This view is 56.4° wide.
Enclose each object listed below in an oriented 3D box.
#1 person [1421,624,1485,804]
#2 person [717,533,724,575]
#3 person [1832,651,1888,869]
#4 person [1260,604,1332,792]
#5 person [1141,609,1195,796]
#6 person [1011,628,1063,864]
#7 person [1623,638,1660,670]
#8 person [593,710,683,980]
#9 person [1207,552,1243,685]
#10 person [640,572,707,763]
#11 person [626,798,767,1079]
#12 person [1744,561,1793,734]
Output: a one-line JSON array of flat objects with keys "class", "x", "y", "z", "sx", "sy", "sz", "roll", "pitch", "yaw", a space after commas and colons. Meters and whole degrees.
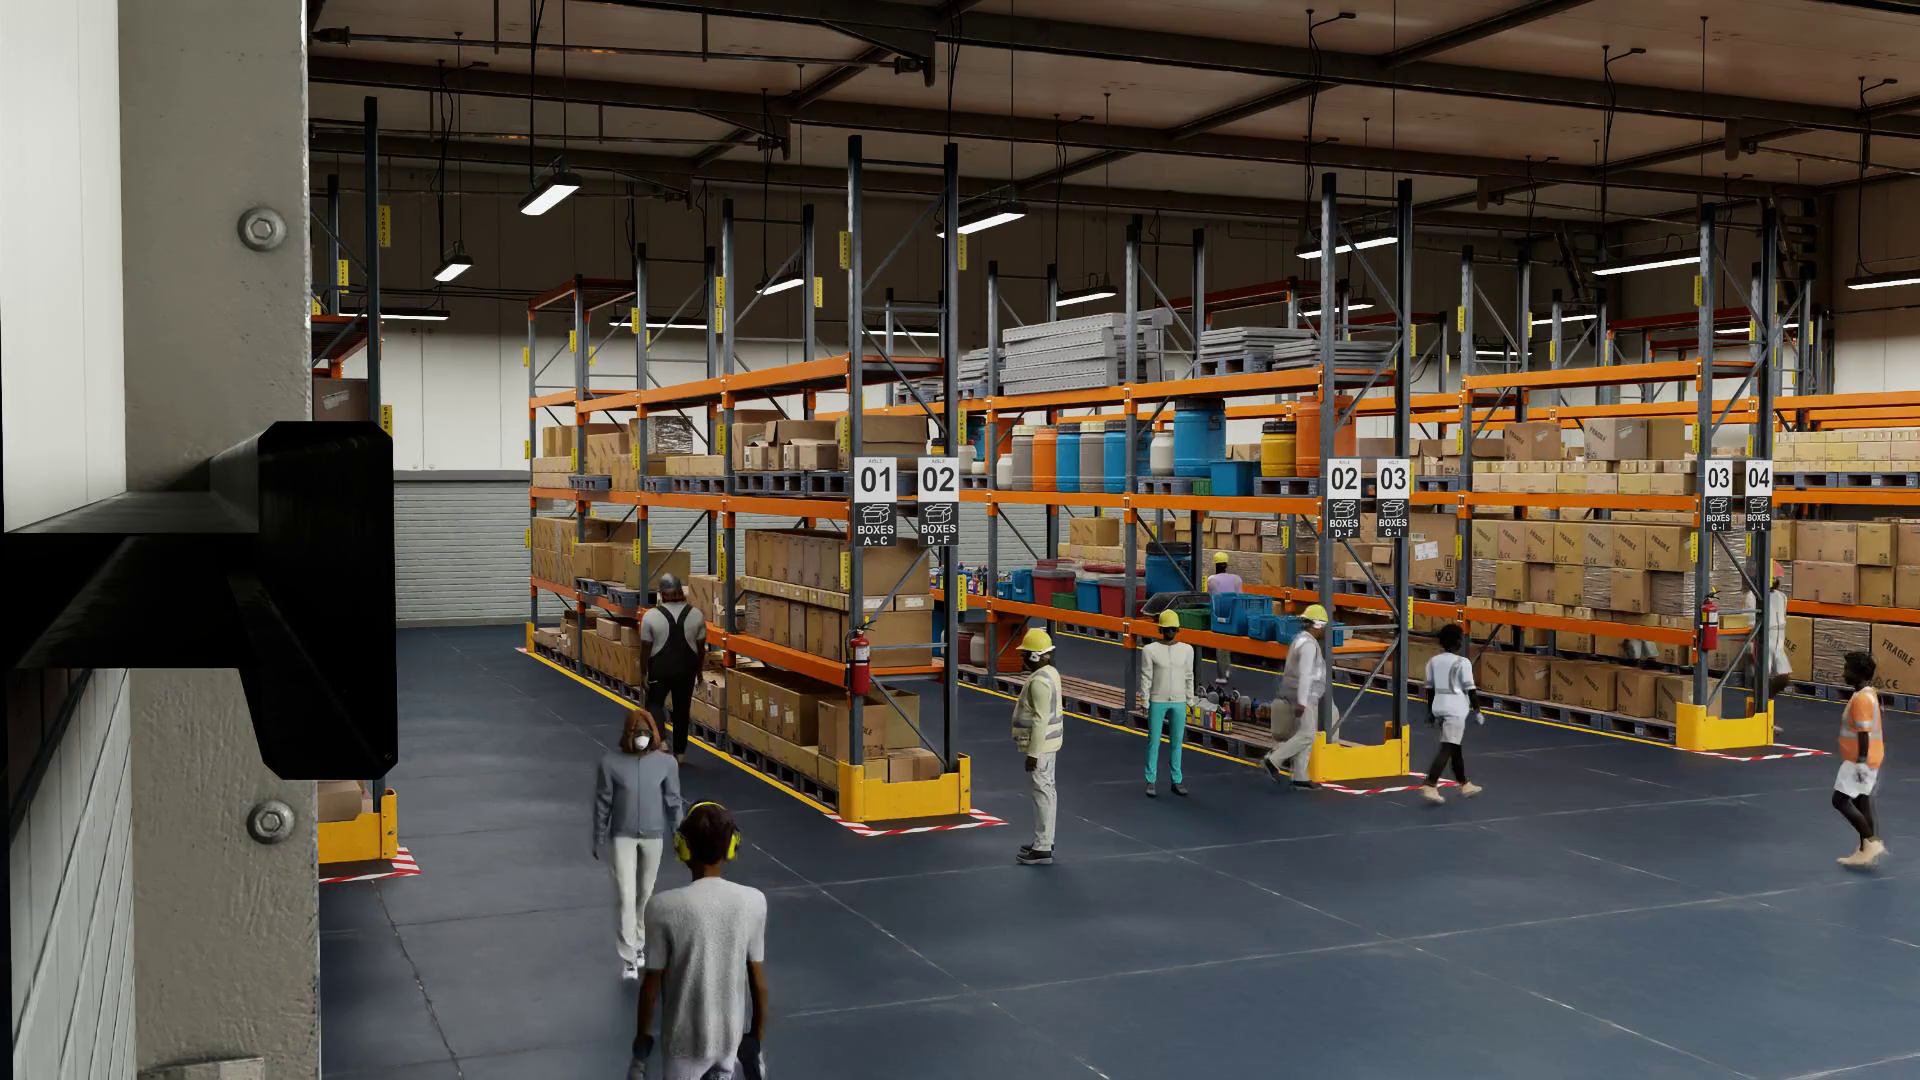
[{"class": "person", "x": 4.571, "y": 1.603, "z": 16.659, "sx": 0.838, "sy": 1.659, "sz": 0.535, "roll": -1, "pitch": 2, "yaw": -22}, {"class": "person", "x": -4.641, "y": 0.788, "z": 35.205, "sx": 0.312, "sy": 1.869, "sz": 0.529, "roll": -2, "pitch": 3, "yaw": -39}, {"class": "person", "x": 6.912, "y": 1.697, "z": 13.796, "sx": 0.365, "sy": 1.682, "sz": 0.562, "roll": 1, "pitch": 3, "yaw": 29}, {"class": "person", "x": 3.263, "y": 1.516, "z": 17.299, "sx": 0.686, "sy": 1.786, "sz": 0.628, "roll": 0, "pitch": 2, "yaw": 0}, {"class": "person", "x": 1.978, "y": 1.537, "z": 16.978, "sx": 0.528, "sy": 1.767, "sz": 0.329, "roll": 0, "pitch": 2, "yaw": -11}, {"class": "person", "x": 0.607, "y": 1.613, "z": 14.125, "sx": 0.403, "sy": 1.835, "sz": 0.587, "roll": 0, "pitch": 2, "yaw": 11}, {"class": "person", "x": 8.823, "y": 1.221, "z": 23.253, "sx": 0.551, "sy": 1.923, "sz": 0.398, "roll": 0, "pitch": 2, "yaw": -13}, {"class": "person", "x": -1.932, "y": 1.844, "z": 10.883, "sx": 0.532, "sy": 1.601, "sz": 0.752, "roll": -1, "pitch": 2, "yaw": -22}, {"class": "person", "x": 3.764, "y": 1.121, "z": 25.939, "sx": 0.623, "sy": 1.905, "sz": 0.611, "roll": -1, "pitch": 2, "yaw": -13}, {"class": "person", "x": -3.010, "y": 1.356, "z": 18.733, "sx": 0.702, "sy": 2.000, "sz": 0.570, "roll": -1, "pitch": 2, "yaw": -21}, {"class": "person", "x": -0.941, "y": 1.893, "z": 6.633, "sx": 0.522, "sy": 1.849, "sz": 0.782, "roll": -2, "pitch": 3, "yaw": -37}, {"class": "person", "x": 9.491, "y": 1.250, "z": 21.015, "sx": 0.614, "sy": 2.027, "sz": 0.449, "roll": -1, "pitch": 2, "yaw": -21}]
